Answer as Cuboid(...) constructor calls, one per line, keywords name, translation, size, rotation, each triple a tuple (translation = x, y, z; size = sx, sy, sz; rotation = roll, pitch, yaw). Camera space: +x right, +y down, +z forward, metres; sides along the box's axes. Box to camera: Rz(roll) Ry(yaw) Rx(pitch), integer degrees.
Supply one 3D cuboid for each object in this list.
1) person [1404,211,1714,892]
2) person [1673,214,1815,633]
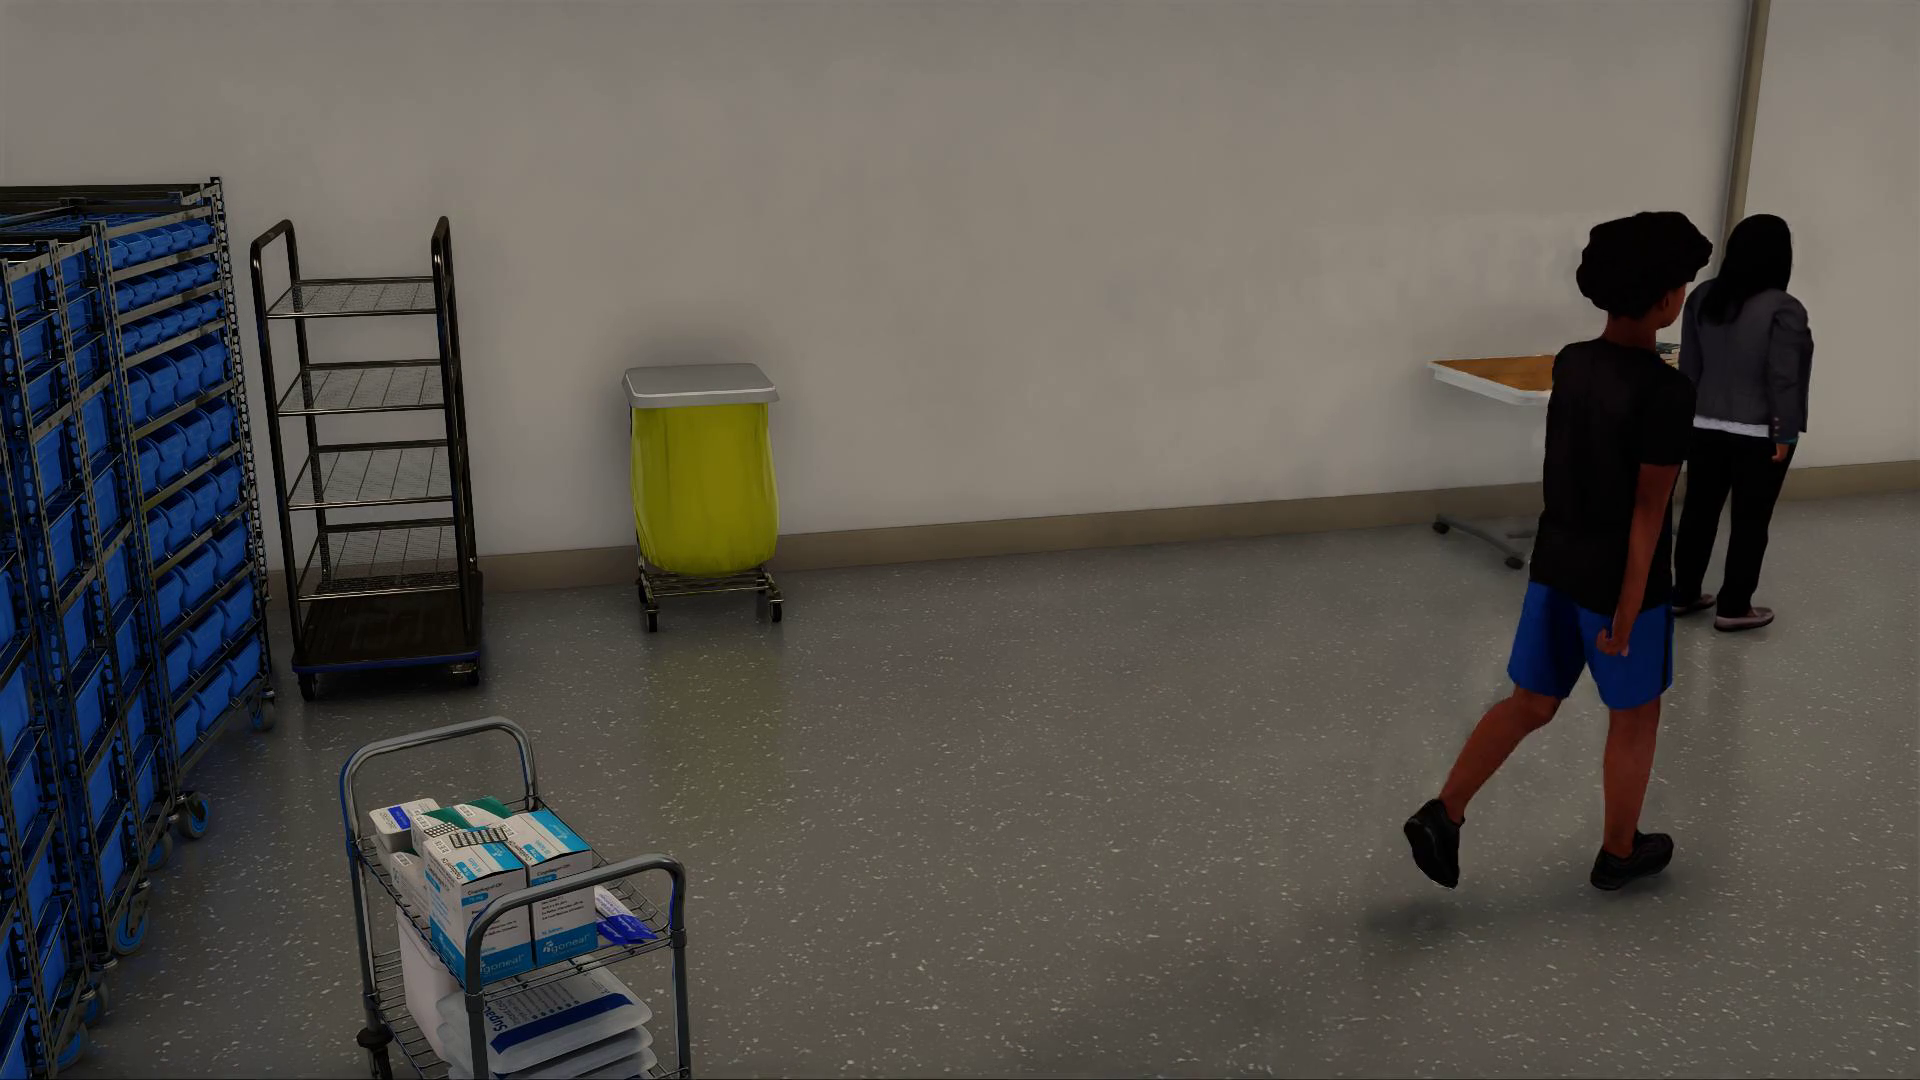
Cuboid(name="person", translation=(1.527, 0.093, 4.170), size=(1.143, 1.776, 0.772), rotation=(-8, 18, -27))
Cuboid(name="person", translation=(2.999, -0.446, 6.411), size=(0.732, 1.596, 0.734), rotation=(-8, 18, -27))
